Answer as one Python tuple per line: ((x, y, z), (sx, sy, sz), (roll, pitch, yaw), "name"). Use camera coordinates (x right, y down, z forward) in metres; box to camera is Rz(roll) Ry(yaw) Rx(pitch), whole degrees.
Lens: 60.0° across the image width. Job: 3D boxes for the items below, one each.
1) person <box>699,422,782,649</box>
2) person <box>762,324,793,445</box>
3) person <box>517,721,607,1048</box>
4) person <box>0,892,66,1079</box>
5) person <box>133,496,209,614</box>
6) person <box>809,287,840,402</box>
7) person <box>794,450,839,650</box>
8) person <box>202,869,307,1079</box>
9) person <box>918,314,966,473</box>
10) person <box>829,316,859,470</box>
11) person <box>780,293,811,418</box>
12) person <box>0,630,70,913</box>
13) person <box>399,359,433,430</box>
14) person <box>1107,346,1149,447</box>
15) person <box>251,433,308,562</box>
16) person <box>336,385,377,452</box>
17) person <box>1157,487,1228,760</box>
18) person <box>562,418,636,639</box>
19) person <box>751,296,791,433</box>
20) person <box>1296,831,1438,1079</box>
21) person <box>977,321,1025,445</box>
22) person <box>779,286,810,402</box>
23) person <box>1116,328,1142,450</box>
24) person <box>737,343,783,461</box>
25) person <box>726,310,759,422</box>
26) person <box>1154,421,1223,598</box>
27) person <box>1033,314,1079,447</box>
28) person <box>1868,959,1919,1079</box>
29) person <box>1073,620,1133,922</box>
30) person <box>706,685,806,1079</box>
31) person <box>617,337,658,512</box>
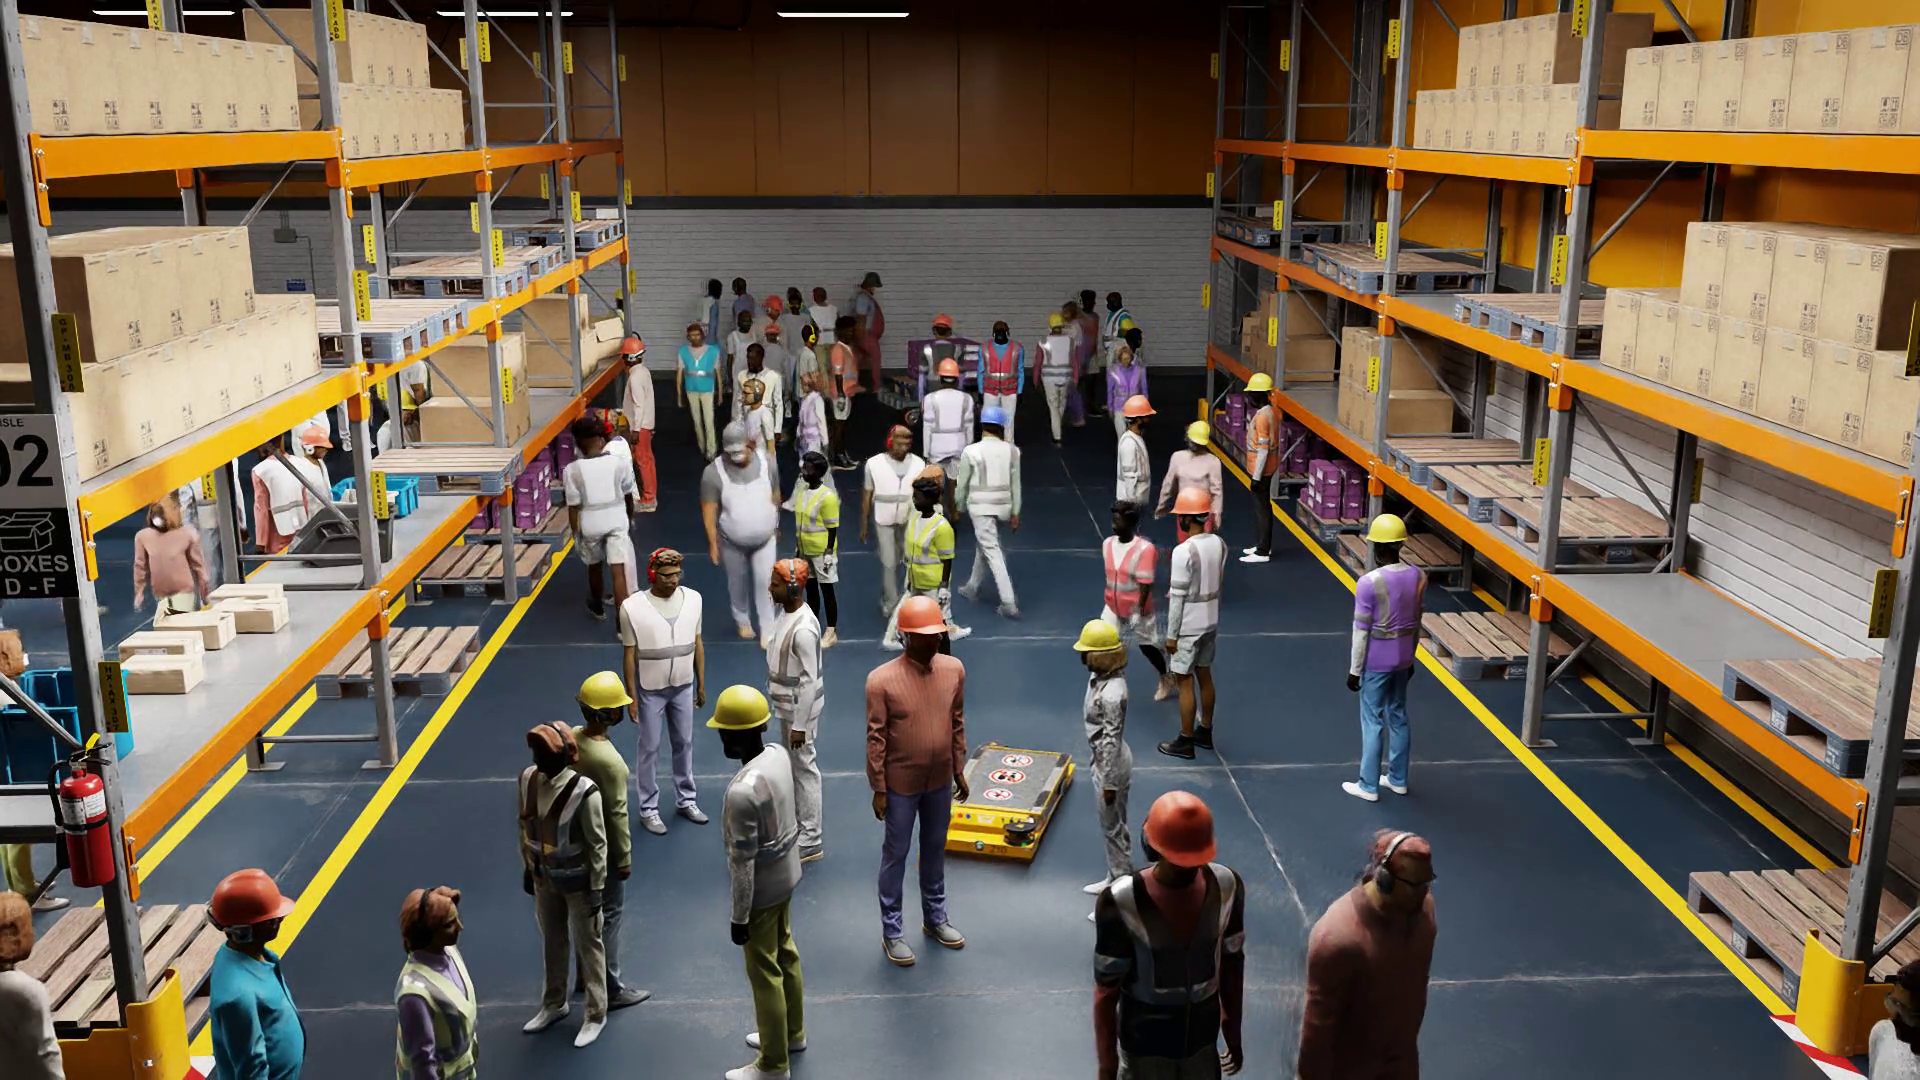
((-1.829, -0.083, 14.046), (0.703, 2.000, 0.889), (-4, 15, -16), "person")
((-2.568, -2.074, 22.550), (0.577, 1.699, 0.879), (8, 16, 28), "person")
((-1.914, 1.648, 8.045), (0.514, 1.641, 0.315), (8, 16, 28), "person")
((-3.557, 2.101, 6.284), (0.501, 1.632, 0.290), (6, 16, 23), "person")
((-6.134, 0.423, 12.968), (0.497, 1.591, 0.873), (1, 14, 2), "person")
((-2.214, -3.119, 26.455), (0.587, 1.817, 0.794), (-11, 18, -37), "person")
((-1.223, 0.079, 14.089), (0.318, 1.700, 0.535), (-12, 19, -40), "person")
((-2.600, 2.050, 6.240), (0.327, 1.753, 0.563), (-6, 15, -22), "person")
((-0.235, -1.840, 20.969), (0.613, 2.022, 0.461), (-2, 14, -7), "person")
((-1.484, -1.895, 21.306), (0.368, 1.965, 0.609), (1, 14, 6), "person")
((-2.448, -2.763, 24.922), (0.535, 1.862, 0.312), (-6, 15, -22), "person")
((-5.344, 1.300, 9.424), (0.286, 1.633, 0.501), (-11, 18, -36), "person")
((-6.590, -1.631, 20.123), (0.684, 2.000, 0.535), (14, 20, 43), "person")
((2.115, -1.631, 20.952), (0.525, 1.624, 0.375), (0, 14, 0), "person")
((-5.792, -0.064, 14.250), (0.411, 1.907, 0.594), (4, 15, 16), "person")
((-8.237, -2.138, 22.418), (0.403, 1.895, 0.647), (12, 19, 40), "person")
((1.620, 0.578, 11.683), (0.381, 1.929, 0.538), (13, 19, 42), "person")
((-3.130, -0.126, 14.518), (0.642, 1.899, 1.052), (-5, 15, -19), "person")
((-2.630, -2.472, 23.602), (0.932, 1.947, 0.628), (12, 19, 40), "person")
((1.492, 1.935, 6.516), (0.660, 1.862, 0.815), (-10, 17, -33), "person")
((0.535, -1.954, 21.789), (0.624, 1.844, 0.430), (1, 14, 3), "person")
((-2.617, -3.086, 26.253), (0.511, 1.832, 0.401), (-7, 16, -26), "person")
((2.270, -1.994, 22.261), (0.323, 1.690, 0.532), (0, 14, 1), "person")
((-2.290, -1.310, 19.105), (0.591, 1.917, 0.379), (8, 16, 28), "person")
((-2.978, -2.257, 22.991), (0.505, 1.839, 0.348), (-10, 17, -33), "person")
((2.117, -0.259, 15.340), (0.663, 1.747, 0.397), (12, 18, 39), "person")
((1.303, -2.230, 22.968), (0.609, 1.780, 0.931), (-4, 15, -14), "person")
((3.159, 2.205, 5.464), (0.724, 1.851, 0.516), (-4, 15, -14), "person")
((0.810, 1.278, 9.335), (0.374, 1.733, 0.499), (0, 14, 0), "person")
((-0.951, 1.590, 7.732), (0.408, 1.918, 0.584), (3, 15, 11), "person")
((-3.670, -1.313, 18.965), (0.396, 1.993, 0.618), (0, 14, -1), "person")
